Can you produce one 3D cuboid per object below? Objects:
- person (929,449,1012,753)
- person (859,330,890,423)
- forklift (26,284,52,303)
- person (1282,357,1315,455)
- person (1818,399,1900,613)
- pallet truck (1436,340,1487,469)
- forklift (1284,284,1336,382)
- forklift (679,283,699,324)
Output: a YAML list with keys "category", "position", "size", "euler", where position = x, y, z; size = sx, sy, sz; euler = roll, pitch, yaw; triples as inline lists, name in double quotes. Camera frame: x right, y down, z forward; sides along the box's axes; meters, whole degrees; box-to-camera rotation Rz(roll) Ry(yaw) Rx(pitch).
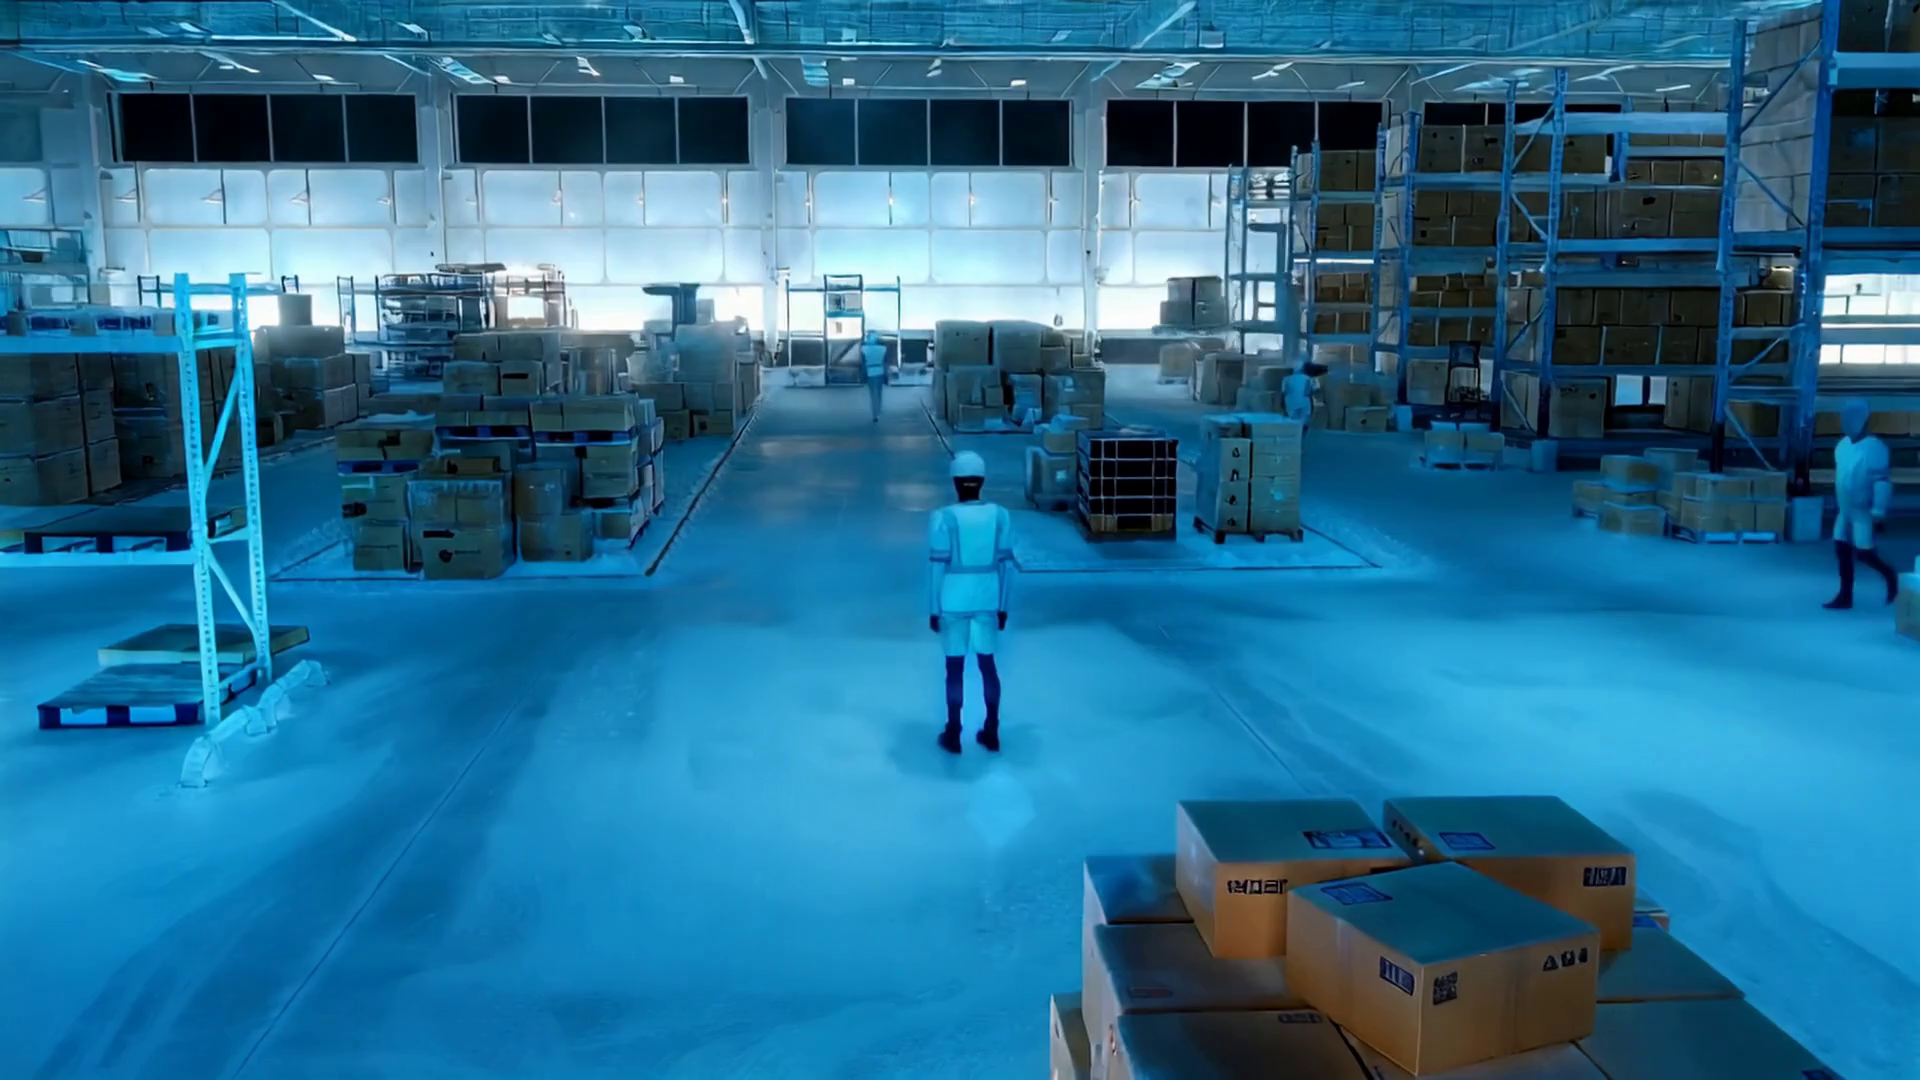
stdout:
- category: "person"
  position: [0.058, 0.389, 10.590]
  size: [0.540, 1.930, 0.398]
  euler: [-3, 10, -21]
- category: "person"
  position: [-1.780, -3.372, 34.316]
  size: [0.588, 1.878, 0.969]
  euler: [-4, 10, -21]
- category: "forklift"
  position: [-19.949, -4.176, 36.253]
  size: [1.873, 2.768, 1.129]
  euler: [-6, 11, -32]
- category: "person"
  position: [5.596, -2.195, 27.538]
  size: [0.543, 1.686, 0.485]
  euler: [2, 9, 13]
- category: "person"
  position: [8.107, -0.301, 14.880]
  size: [0.687, 1.937, 0.620]
  euler: [-1, 9, -5]
- category: "pallet truck"
  position: [8.004, -2.170, 26.422]
  size: [0.823, 1.965, 1.885]
  euler: [2, 9, 14]
- category: "forklift"
  position: [7.217, -4.139, 36.021]
  size: [1.873, 2.768, 1.129]
  euler: [2, 9, 12]
- category: "forklift"
  position: [-6.787, -5.041, 41.681]
  size: [1.873, 2.768, 1.129]
  euler: [-1, 9, -4]
